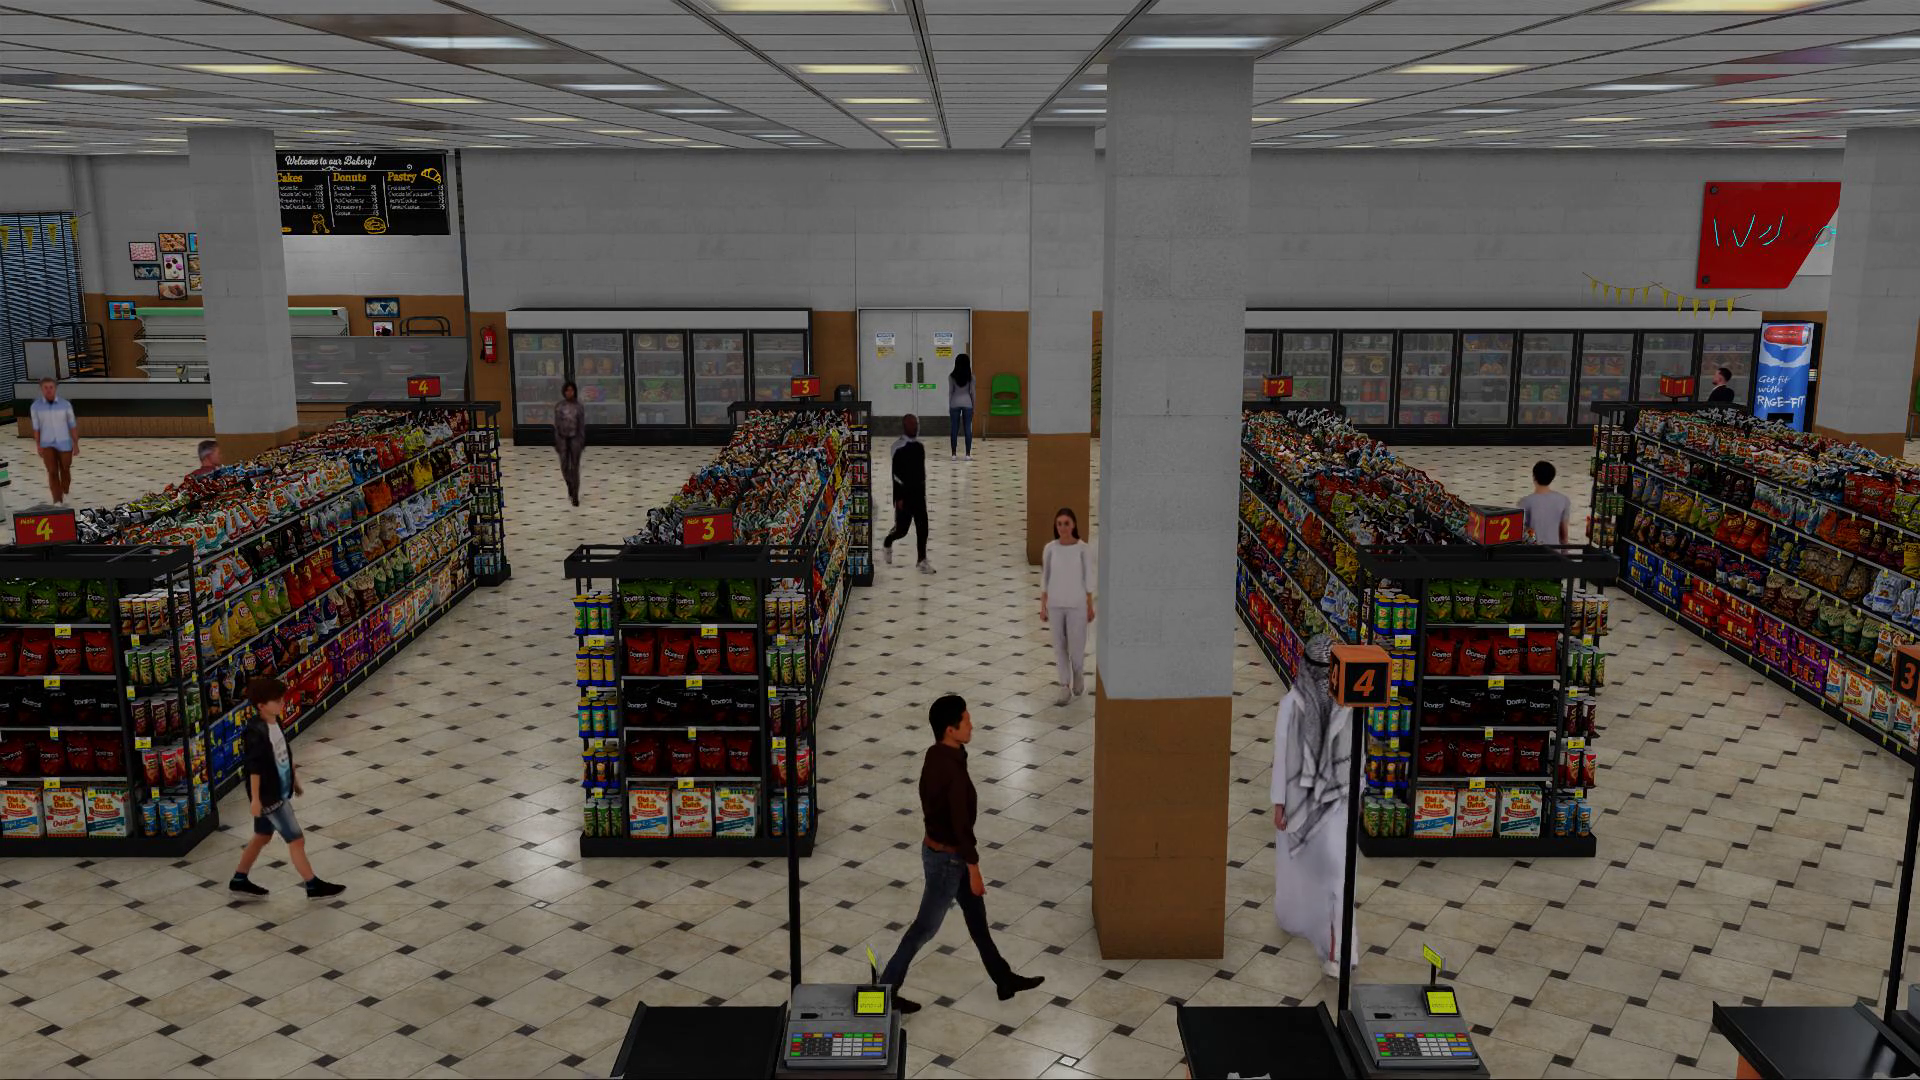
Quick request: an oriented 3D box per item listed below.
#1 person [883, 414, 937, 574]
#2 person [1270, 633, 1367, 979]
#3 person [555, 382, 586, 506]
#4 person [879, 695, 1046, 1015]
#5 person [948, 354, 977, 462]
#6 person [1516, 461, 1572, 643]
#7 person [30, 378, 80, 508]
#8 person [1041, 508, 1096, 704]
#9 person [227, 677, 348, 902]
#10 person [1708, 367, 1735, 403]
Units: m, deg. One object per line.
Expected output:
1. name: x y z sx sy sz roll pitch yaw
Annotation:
1. person: -0.641 -0.537 19.067 1.029 1.804 1.131 -11 16 -41
2. person: 2.006 1.499 9.204 0.713 1.885 1.240 0 12 -1
3. person: -5.446 -1.341 23.193 0.692 1.677 1.167 -2 12 -9
4. person: -0.152 1.696 8.652 0.795 1.727 1.133 -2 12 -7
5. person: 0.023 -2.147 26.876 0.601 1.737 0.526 1 12 3
6. person: 5.389 0.217 15.363 0.694 1.855 0.820 -1 12 -2
7. person: -12.365 -1.306 22.762 1.088 1.787 1.265 -7 14 -31
8. person: 0.941 0.544 14.229 0.721 1.682 0.745 4 12 18
9. person: -4.248 1.546 10.126 0.653 1.412 0.902 -1 12 -4
10. person: 10.828 -1.550 23.780 0.738 1.845 0.778 -10 15 -39
